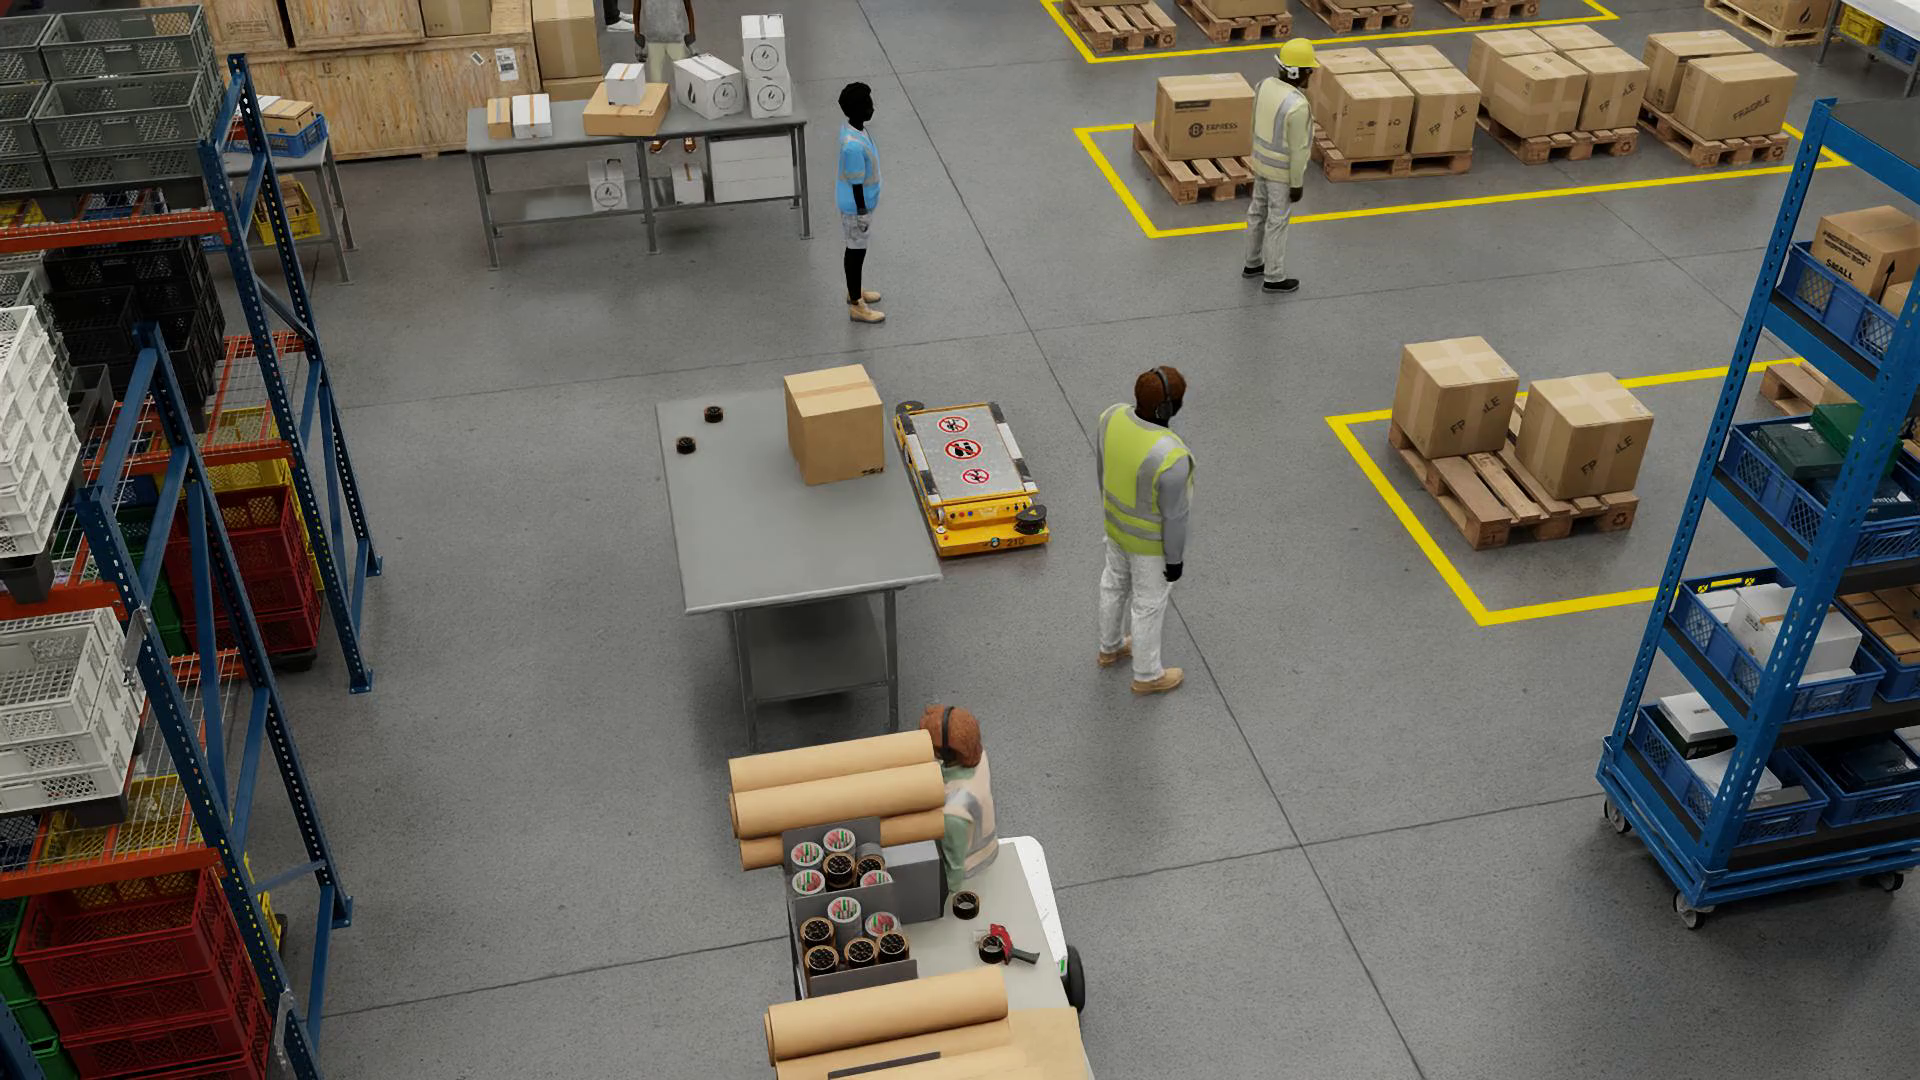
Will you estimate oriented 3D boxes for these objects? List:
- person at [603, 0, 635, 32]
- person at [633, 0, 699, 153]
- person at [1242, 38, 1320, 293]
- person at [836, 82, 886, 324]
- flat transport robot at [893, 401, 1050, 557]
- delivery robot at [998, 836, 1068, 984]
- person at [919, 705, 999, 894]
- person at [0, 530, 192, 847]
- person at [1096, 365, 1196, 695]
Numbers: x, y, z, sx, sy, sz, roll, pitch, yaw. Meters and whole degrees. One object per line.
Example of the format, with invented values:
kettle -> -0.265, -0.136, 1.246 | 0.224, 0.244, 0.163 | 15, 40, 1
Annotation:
person -> -3.417, -5.906, 16.129 | 0.389, 1.887, 0.591 | -9, 38, -12
person -> -2.434, -4.119, 13.737 | 0.535, 1.869, 0.312 | 0, 37, 0
person -> 2.274, -2.654, 11.803 | 0.404, 1.828, 0.591 | -13, 39, -17
person -> -0.695, -2.333, 11.478 | 0.319, 1.697, 0.533 | -3, 37, -4
flat transport robot -> 0.046, -0.430, 10.108 | 0.652, 0.197, 1.431 | -8, 37, -10
delivery robot -> 0.235, 1.591, 7.081 | 0.477, 0.478, 0.707 | -5, 37, -6
person -> -0.003, 1.300, 6.651 | 0.318, 1.631, 0.527 | 3, 37, 5
person -> -3.851, 0.659, 7.267 | 0.634, 1.935, 0.378 | 6, 37, 8
person -> 0.926, -0.053, 8.296 | 0.430, 1.844, 0.624 | -20, 41, -25
